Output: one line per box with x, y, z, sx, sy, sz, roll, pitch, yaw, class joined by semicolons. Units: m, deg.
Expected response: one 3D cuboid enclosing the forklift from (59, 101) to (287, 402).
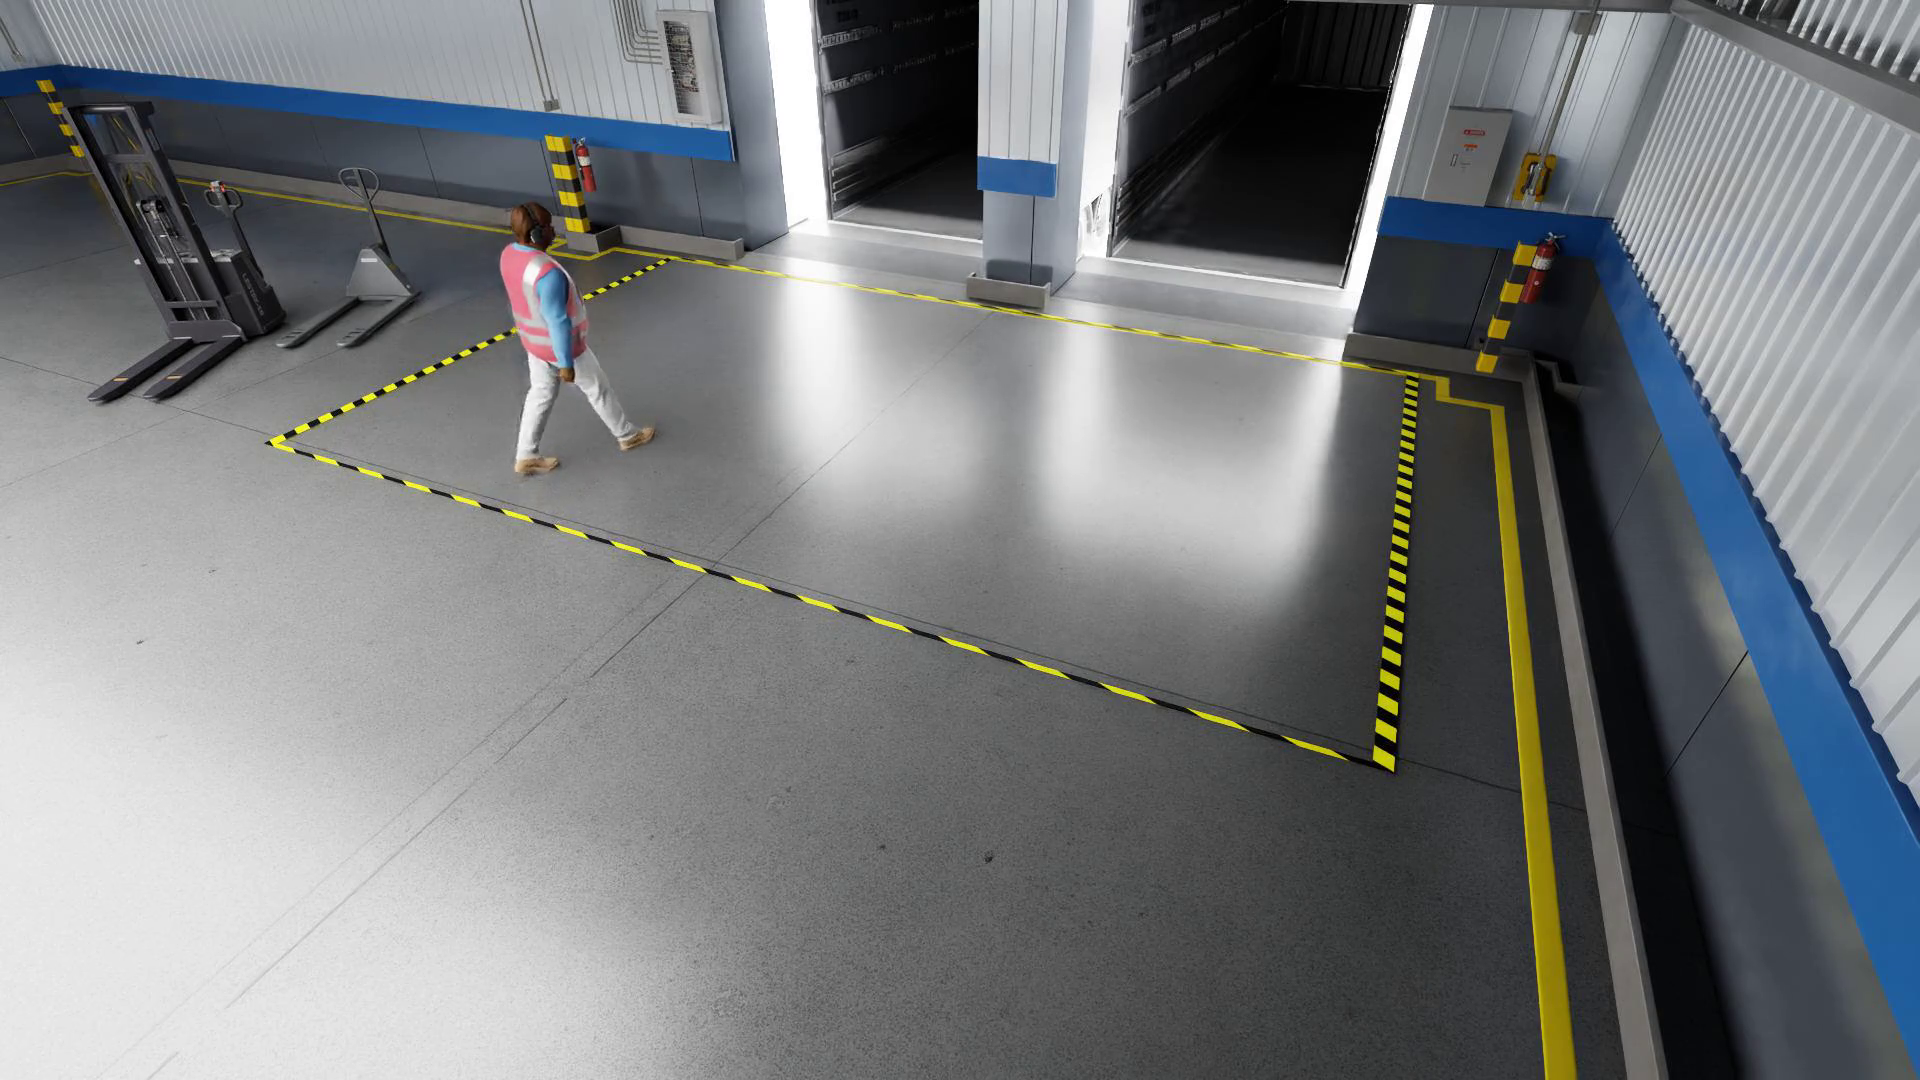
-6.686;-2.387;7.434;0.823;1.965;1.885;-3;35;-5;forklift

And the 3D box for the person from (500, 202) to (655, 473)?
-2.666;-1.314;6.085;0.640;1.787;0.999;26;43;32;person

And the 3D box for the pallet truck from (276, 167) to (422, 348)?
-5.732;-2.611;8.414;0.680;1.201;1.601;-1;35;-1;pallet truck
